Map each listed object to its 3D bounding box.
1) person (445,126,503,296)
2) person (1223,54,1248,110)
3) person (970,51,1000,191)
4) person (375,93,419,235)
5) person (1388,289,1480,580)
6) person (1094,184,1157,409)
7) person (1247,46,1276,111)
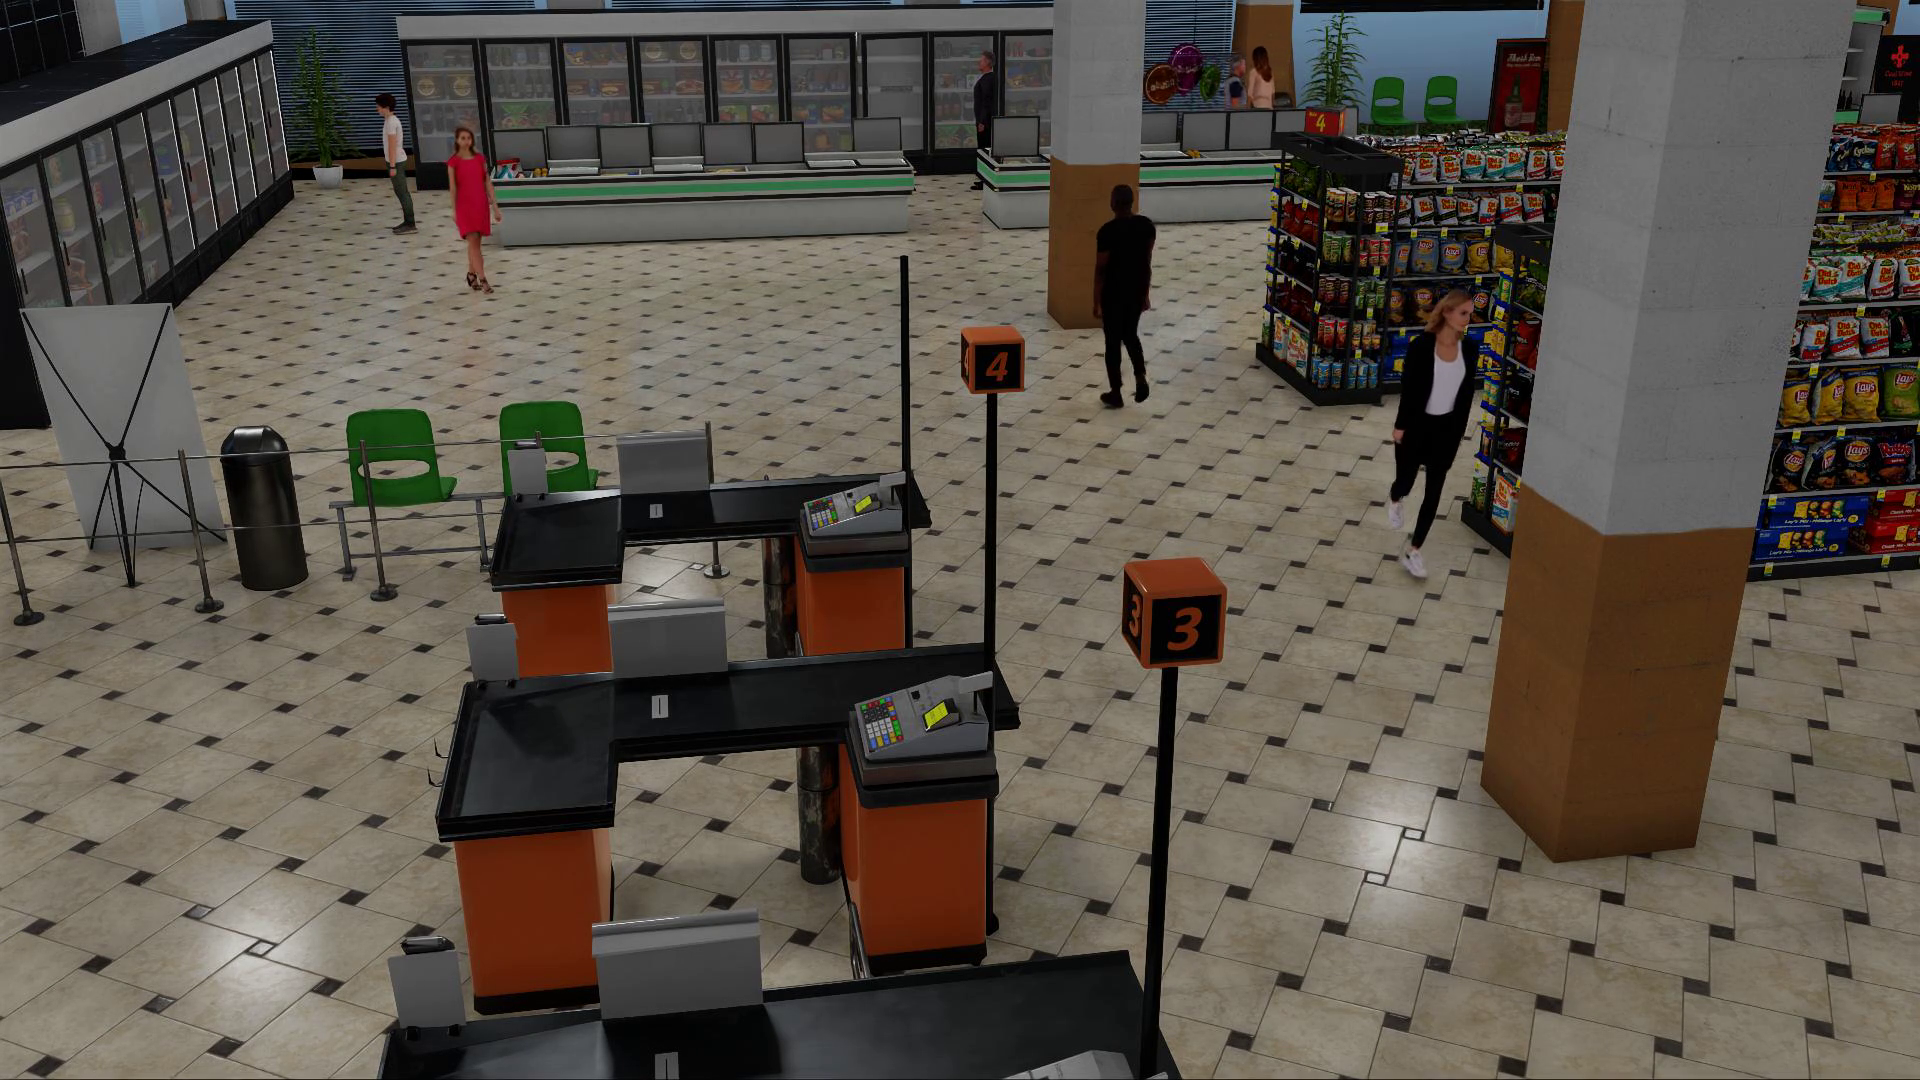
[{"bbox_3d":[-5.040,-3.388,17.087,0.996,1.699,0.947,-18,28,-37],"label":"person"},{"bbox_3d":[3.587,-5.599,22.478,1.230,1.783,0.787,-1,22,-3],"label":"person"},{"bbox_3d":[0.350,-5.755,22.786,0.735,1.843,0.787,4,22,9],"label":"person"},{"bbox_3d":[-6.757,-4.517,19.963,0.549,1.650,0.580,-6,23,-15],"label":"person"},{"bbox_3d":[2.855,-0.675,10.234,0.937,1.774,0.774,-1,22,-2],"label":"person"},{"bbox_3d":[1.346,-1.902,13.249,0.835,1.805,0.837,-9,24,-22],"label":"person"},{"bbox_3d":[4.338,-6.157,23.891,0.739,1.764,0.897,-12,25,-28],"label":"person"}]
